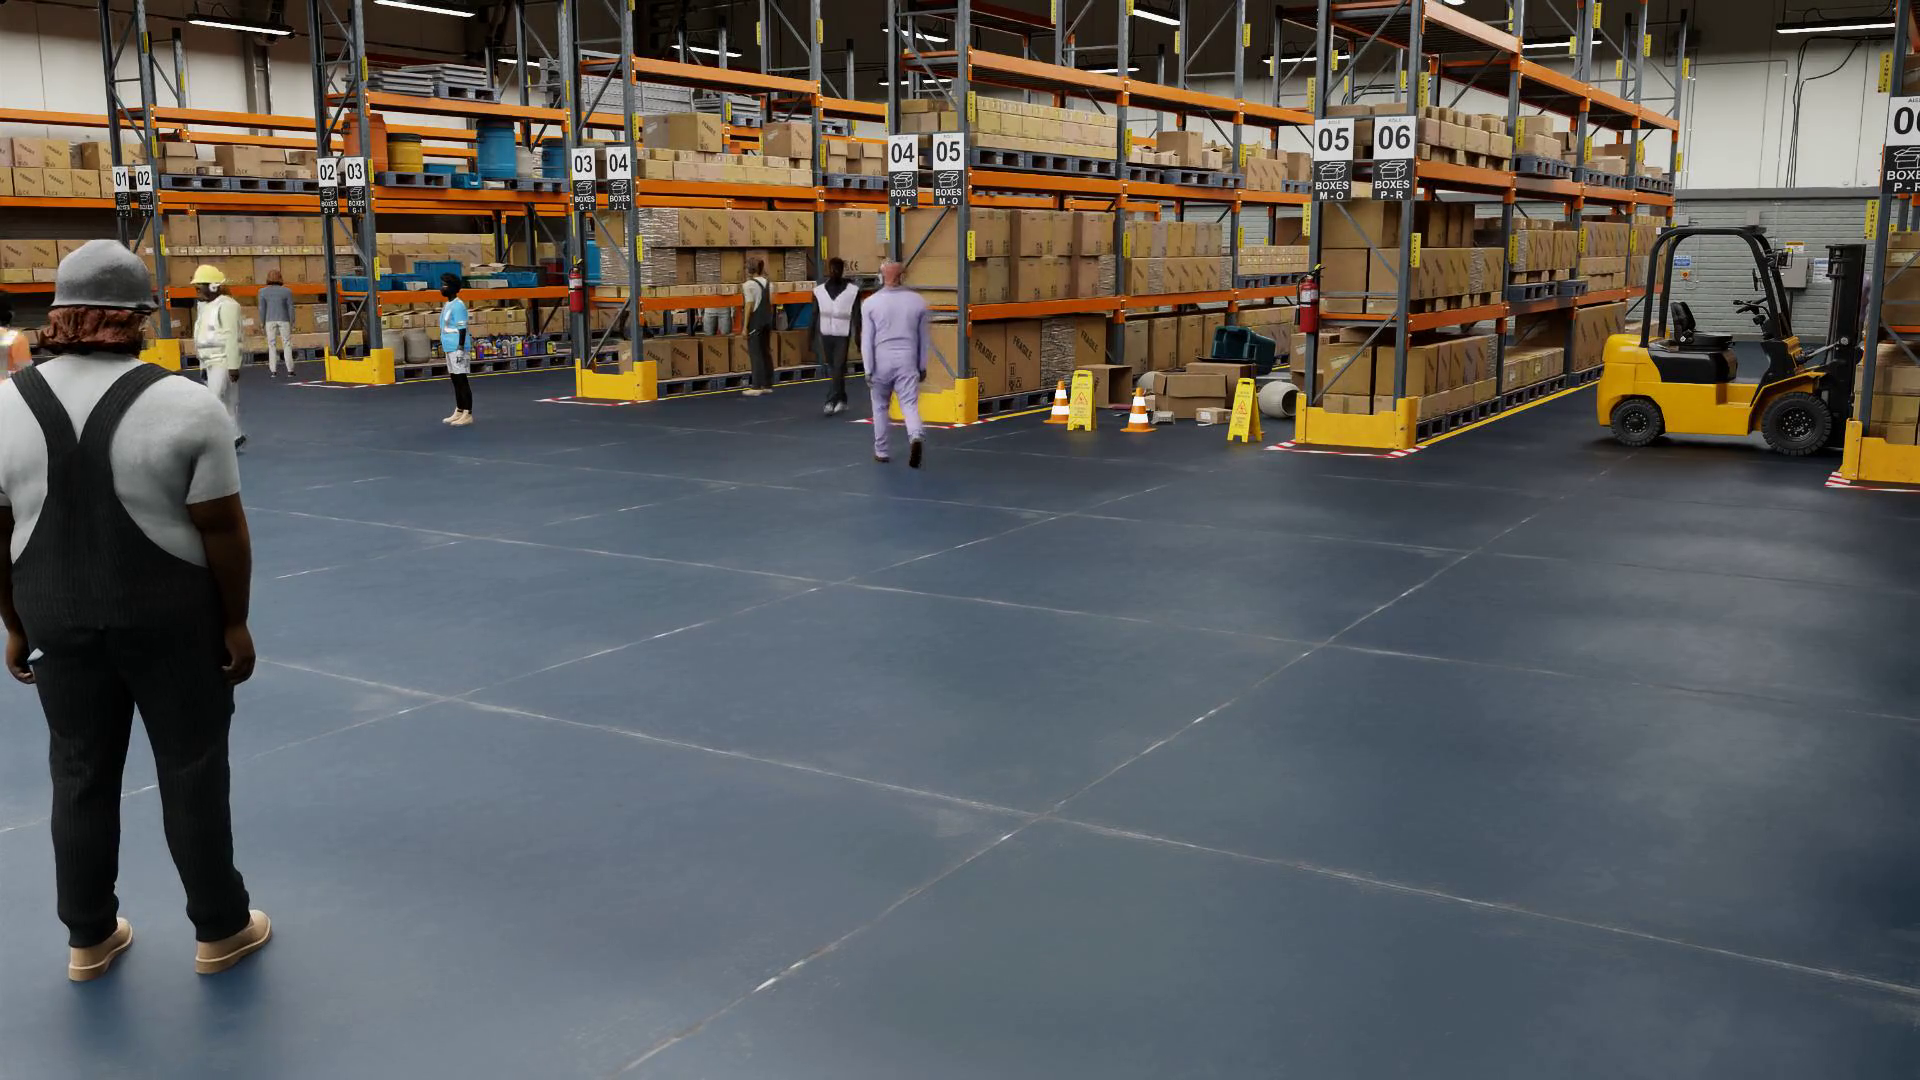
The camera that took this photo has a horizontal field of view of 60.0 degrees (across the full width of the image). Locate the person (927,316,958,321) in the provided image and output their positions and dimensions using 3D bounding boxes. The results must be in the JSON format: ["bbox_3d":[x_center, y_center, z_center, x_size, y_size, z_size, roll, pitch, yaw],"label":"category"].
[{"bbox_3d":[-0.180,-3.099,23.249,0.599,1.985,1.082,7,12,34],"label":"person"}]

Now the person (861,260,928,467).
[{"bbox_3d":[-0.585,-1.605,15.147,0.649,1.881,0.867,-3,10,-15],"label":"person"}]

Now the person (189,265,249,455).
[{"bbox_3d":[-7.008,-1.675,15.698,0.422,1.816,0.618,-9,14,-42],"label":"person"}]

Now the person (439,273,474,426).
[{"bbox_3d":[-5.619,-2.116,18.504,0.317,1.695,0.540,-6,12,-31],"label":"person"}]

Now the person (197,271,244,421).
[{"bbox_3d":[-8.311,-2.165,18.708,0.507,1.713,0.452,-1,10,-4],"label":"person"}]

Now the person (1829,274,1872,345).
[{"bbox_3d":[12.782,-3.180,23.861,0.582,1.919,0.392,6,12,29],"label":"person"}]

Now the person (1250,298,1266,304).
[{"bbox_3d":[5.696,-4.415,31.614,0.514,1.611,0.752,7,12,35],"label":"person"}]

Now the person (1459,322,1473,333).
[{"bbox_3d":[9.053,-4.228,29.834,0.562,1.885,1.013,7,13,36],"label":"person"}]

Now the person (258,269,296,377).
[{"bbox_3d":[-10.366,-3.291,25.265,0.506,1.632,0.268,-3,11,-17],"label":"person"}]

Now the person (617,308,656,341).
[{"bbox_3d":[-6.771,-5.067,34.458,0.609,1.916,1.024,5,11,25],"label":"person"}]

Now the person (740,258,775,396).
[{"bbox_3d":[-2.711,-2.827,22.156,0.355,1.830,0.613,9,13,40],"label":"person"}]

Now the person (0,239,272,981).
[{"bbox_3d":[-2.285,0.194,4.605,0.689,2.000,0.538,-1,10,-5],"label":"person"}]

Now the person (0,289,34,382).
[{"bbox_3d":[-7.119,-1.030,12.453,0.543,1.679,0.377,4,11,20],"label":"person"}]

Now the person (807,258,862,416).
[{"bbox_3d":[-1.483,-2.405,19.708,0.615,1.854,1.061,3,10,14],"label":"person"}]

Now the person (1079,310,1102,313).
[{"bbox_3d":[1.838,-3.338,24.801,0.568,1.890,0.980,6,12,30],"label":"person"}]

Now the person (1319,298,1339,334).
[{"bbox_3d":[5.512,-3.383,25.061,0.570,1.882,0.982,5,11,25],"label":"person"}]

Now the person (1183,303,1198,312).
[{"bbox_3d":[4.854,-5.165,34.827,0.636,1.958,0.634,-2,10,-12],"label":"person"}]

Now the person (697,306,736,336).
[{"bbox_3d":[-3.693,-3.443,25.291,0.625,1.931,0.368,0,10,0],"label":"person"}]
